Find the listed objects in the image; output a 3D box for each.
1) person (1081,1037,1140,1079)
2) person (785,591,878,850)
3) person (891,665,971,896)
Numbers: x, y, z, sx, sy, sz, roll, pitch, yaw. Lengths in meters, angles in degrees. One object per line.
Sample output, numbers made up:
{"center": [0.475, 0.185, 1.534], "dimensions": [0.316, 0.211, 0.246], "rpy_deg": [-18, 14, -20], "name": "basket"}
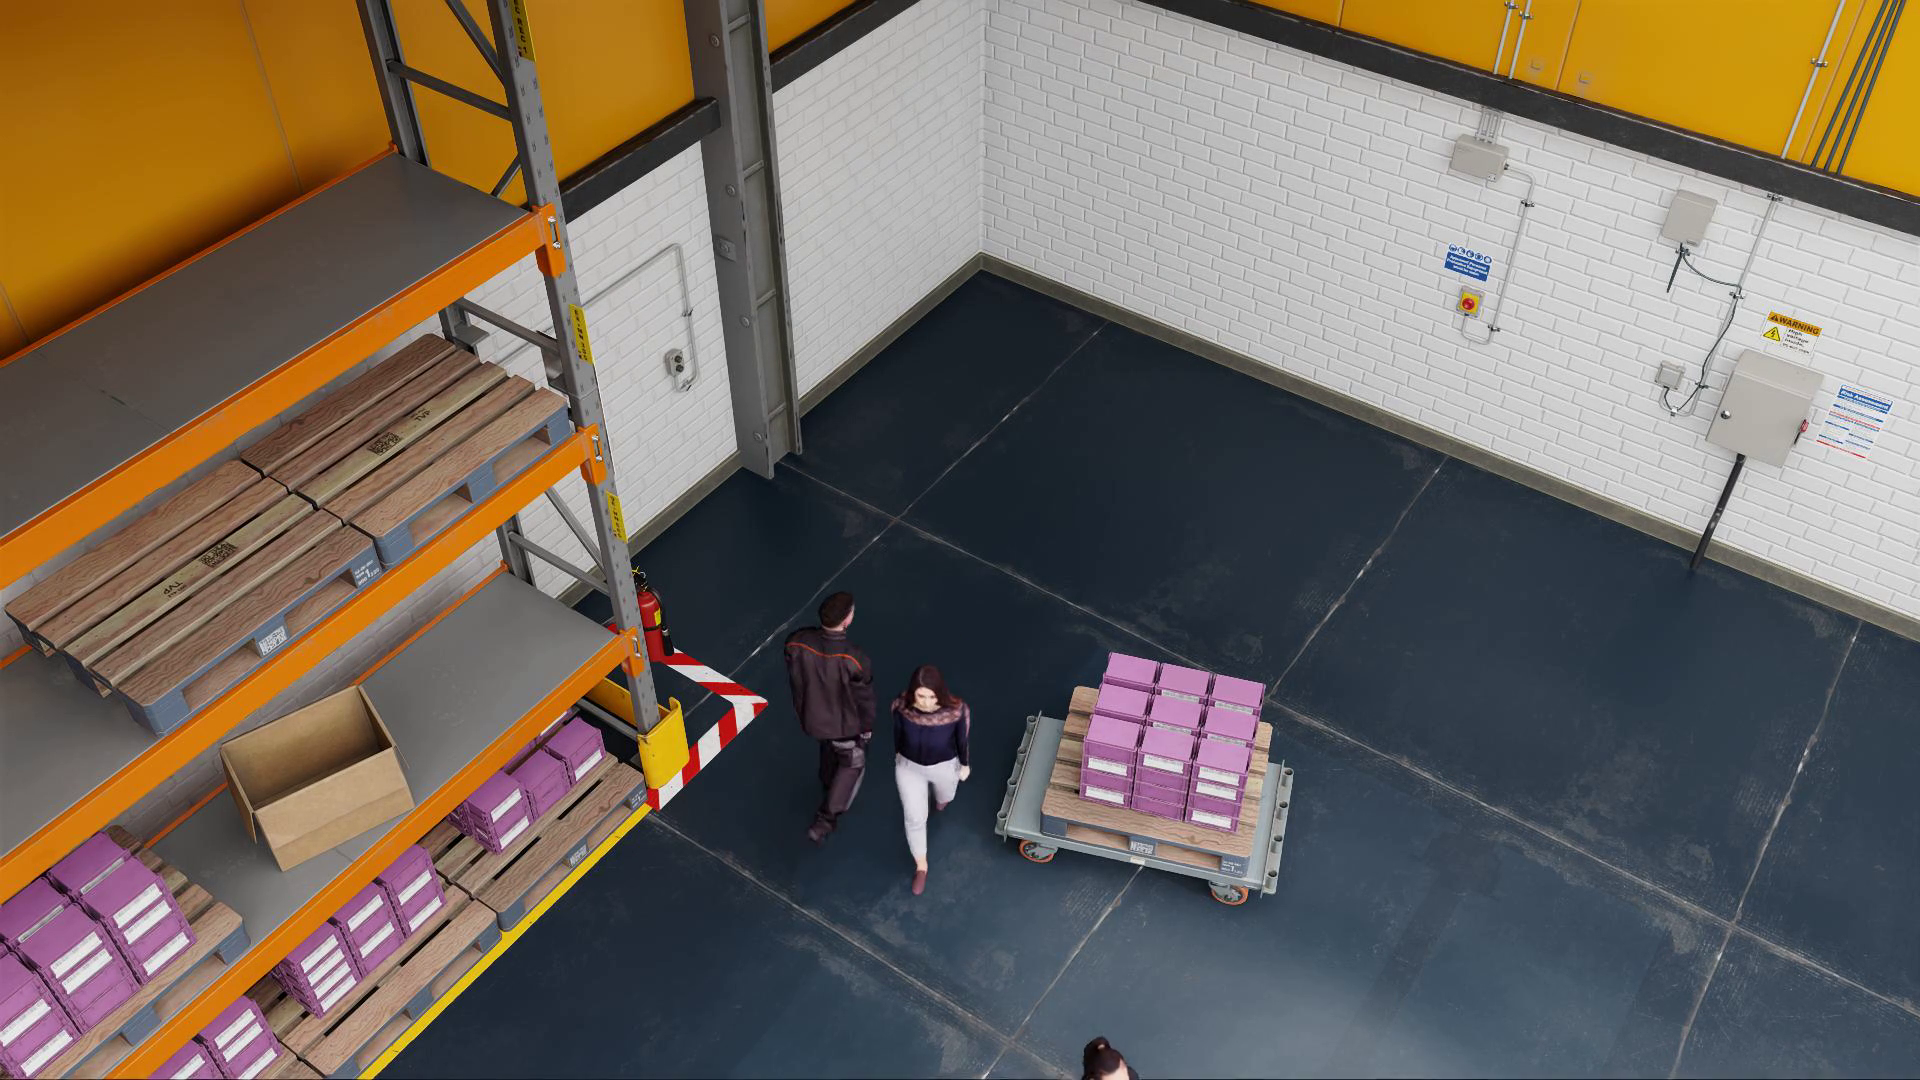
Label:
{"center": [0.595, 2.800, 7.752], "dimensions": [1.059, 1.687, 0.977], "rpy_deg": [-18, 46, -18], "name": "person"}
{"center": [-0.749, 1.046, 9.491], "dimensions": [0.816, 1.829, 1.043], "rpy_deg": [17, 46, 17], "name": "person"}
{"center": [-0.161, 1.243, 9.462], "dimensions": [0.910, 1.582, 1.128], "rpy_deg": [5, 44, 5], "name": "person"}
